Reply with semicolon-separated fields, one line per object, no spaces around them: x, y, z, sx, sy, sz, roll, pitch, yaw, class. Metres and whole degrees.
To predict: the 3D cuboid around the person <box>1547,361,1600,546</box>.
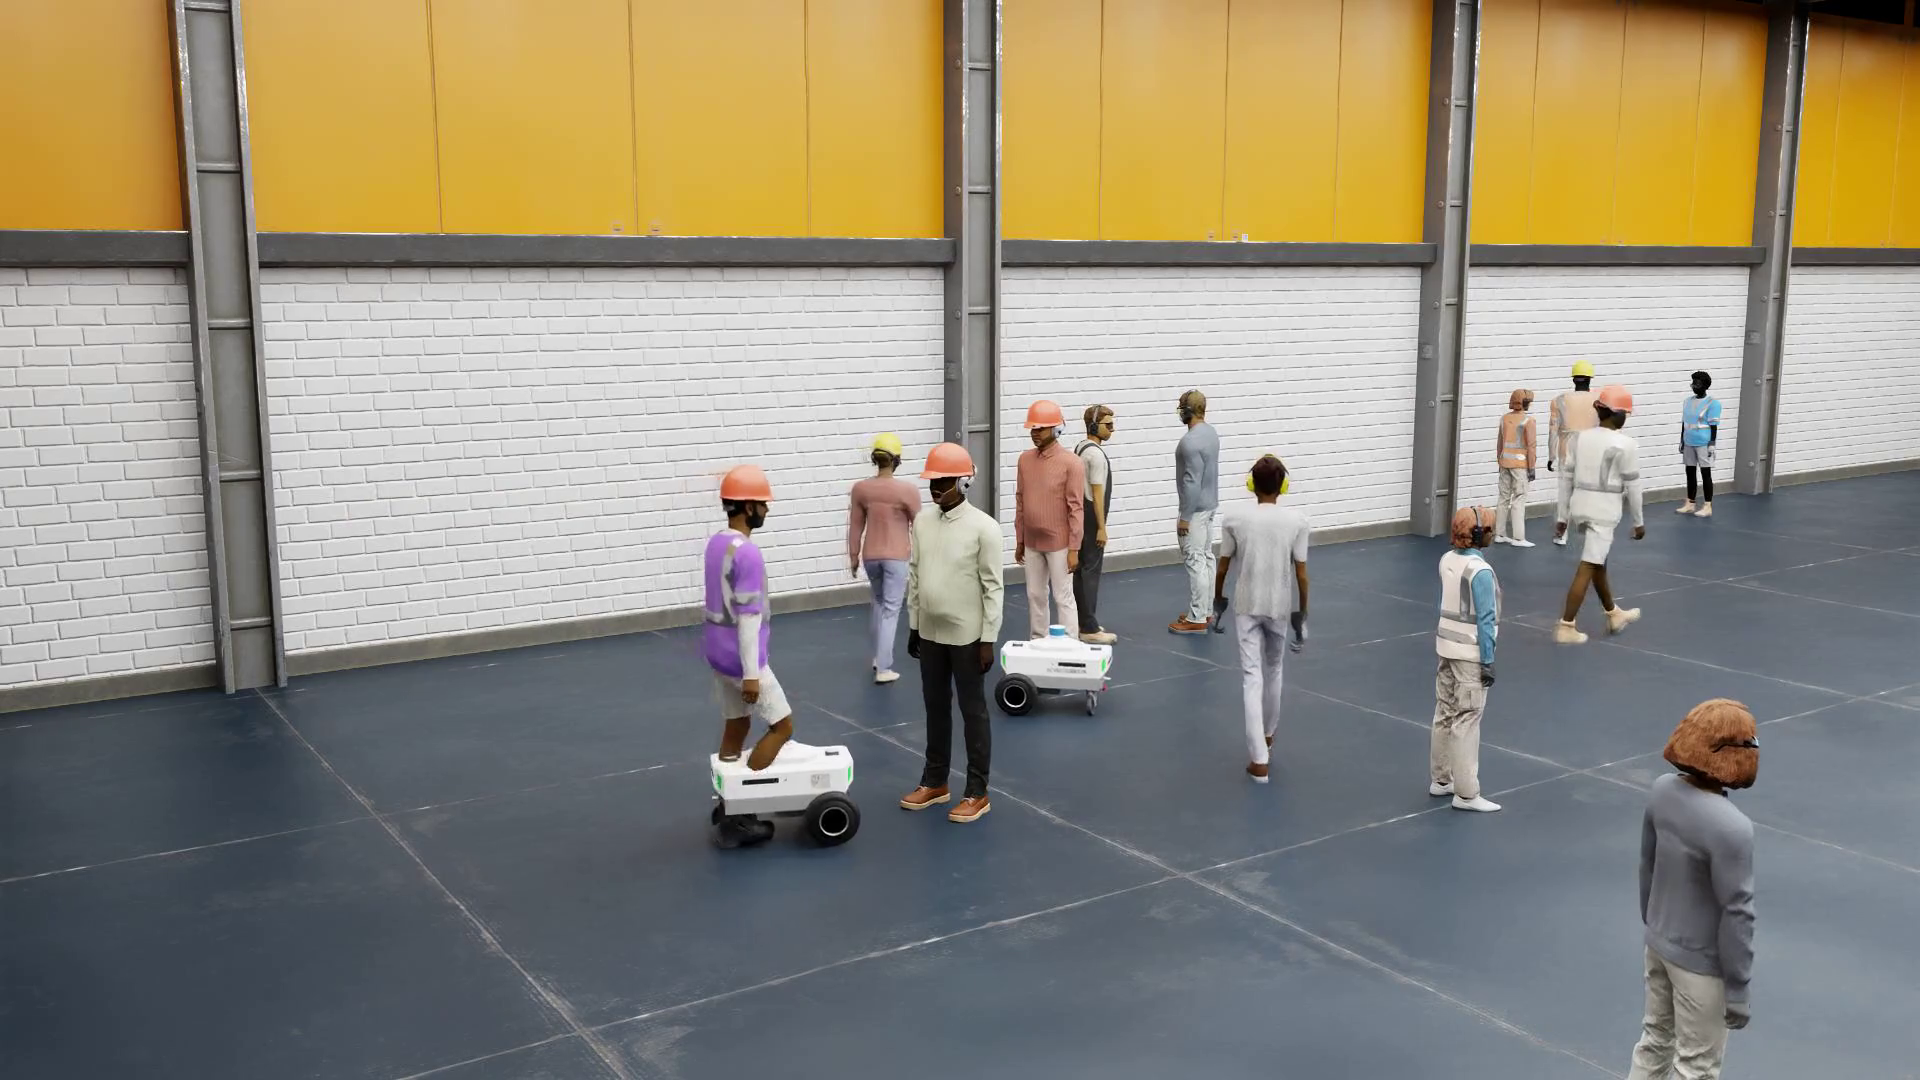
6.387;-0.889;17.208;0.591;1.923;0.381;3;10;18;person

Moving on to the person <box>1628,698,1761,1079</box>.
2.228;1.276;5.042;0.266;1.631;0.507;-1;9;-6;person

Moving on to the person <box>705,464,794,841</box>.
-1.064;0.583;8.328;0.404;1.922;0.566;-5;11;-28;person

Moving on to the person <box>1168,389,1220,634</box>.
1.865;-0.223;13.162;0.350;1.936;0.635;4;10;23;person

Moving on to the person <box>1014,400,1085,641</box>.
0.603;0.013;11.602;0.407;1.987;0.614;-9;13;-43;person

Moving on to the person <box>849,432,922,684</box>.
-0.467;0.118;11.670;0.536;1.745;0.614;5;11;27;person

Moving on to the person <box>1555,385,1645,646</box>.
4.989;-0.186;12.774;1.023;1.988;0.606;-4;10;-23;person

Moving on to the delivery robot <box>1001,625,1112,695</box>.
0.635;0.800;10.871;0.707;0.478;0.477;2;10;12;delivery robot

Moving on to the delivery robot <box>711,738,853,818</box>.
-0.910;1.200;8.463;0.707;0.478;0.477;-2;10;-12;delivery robot

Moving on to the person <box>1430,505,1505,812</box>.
2.715;0.628;8.928;0.309;1.641;0.513;-2;10;-11;person

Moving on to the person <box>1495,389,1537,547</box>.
5.757;-0.746;17.214;0.310;1.636;0.523;-4;10;-23;person

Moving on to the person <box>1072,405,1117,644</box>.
1.021;-0.124;12.852;0.329;1.841;0.509;-2;10;-12;person

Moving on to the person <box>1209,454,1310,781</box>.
1.725;0.411;9.657;0.541;1.826;0.924;1;9;4;person

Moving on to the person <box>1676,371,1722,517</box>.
8.568;-1.117;19.295;0.320;1.690;0.537;-4;10;-20;person

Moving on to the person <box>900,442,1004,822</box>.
-0.048;0.478;8.767;0.617;1.994;0.381;8;12;40;person
